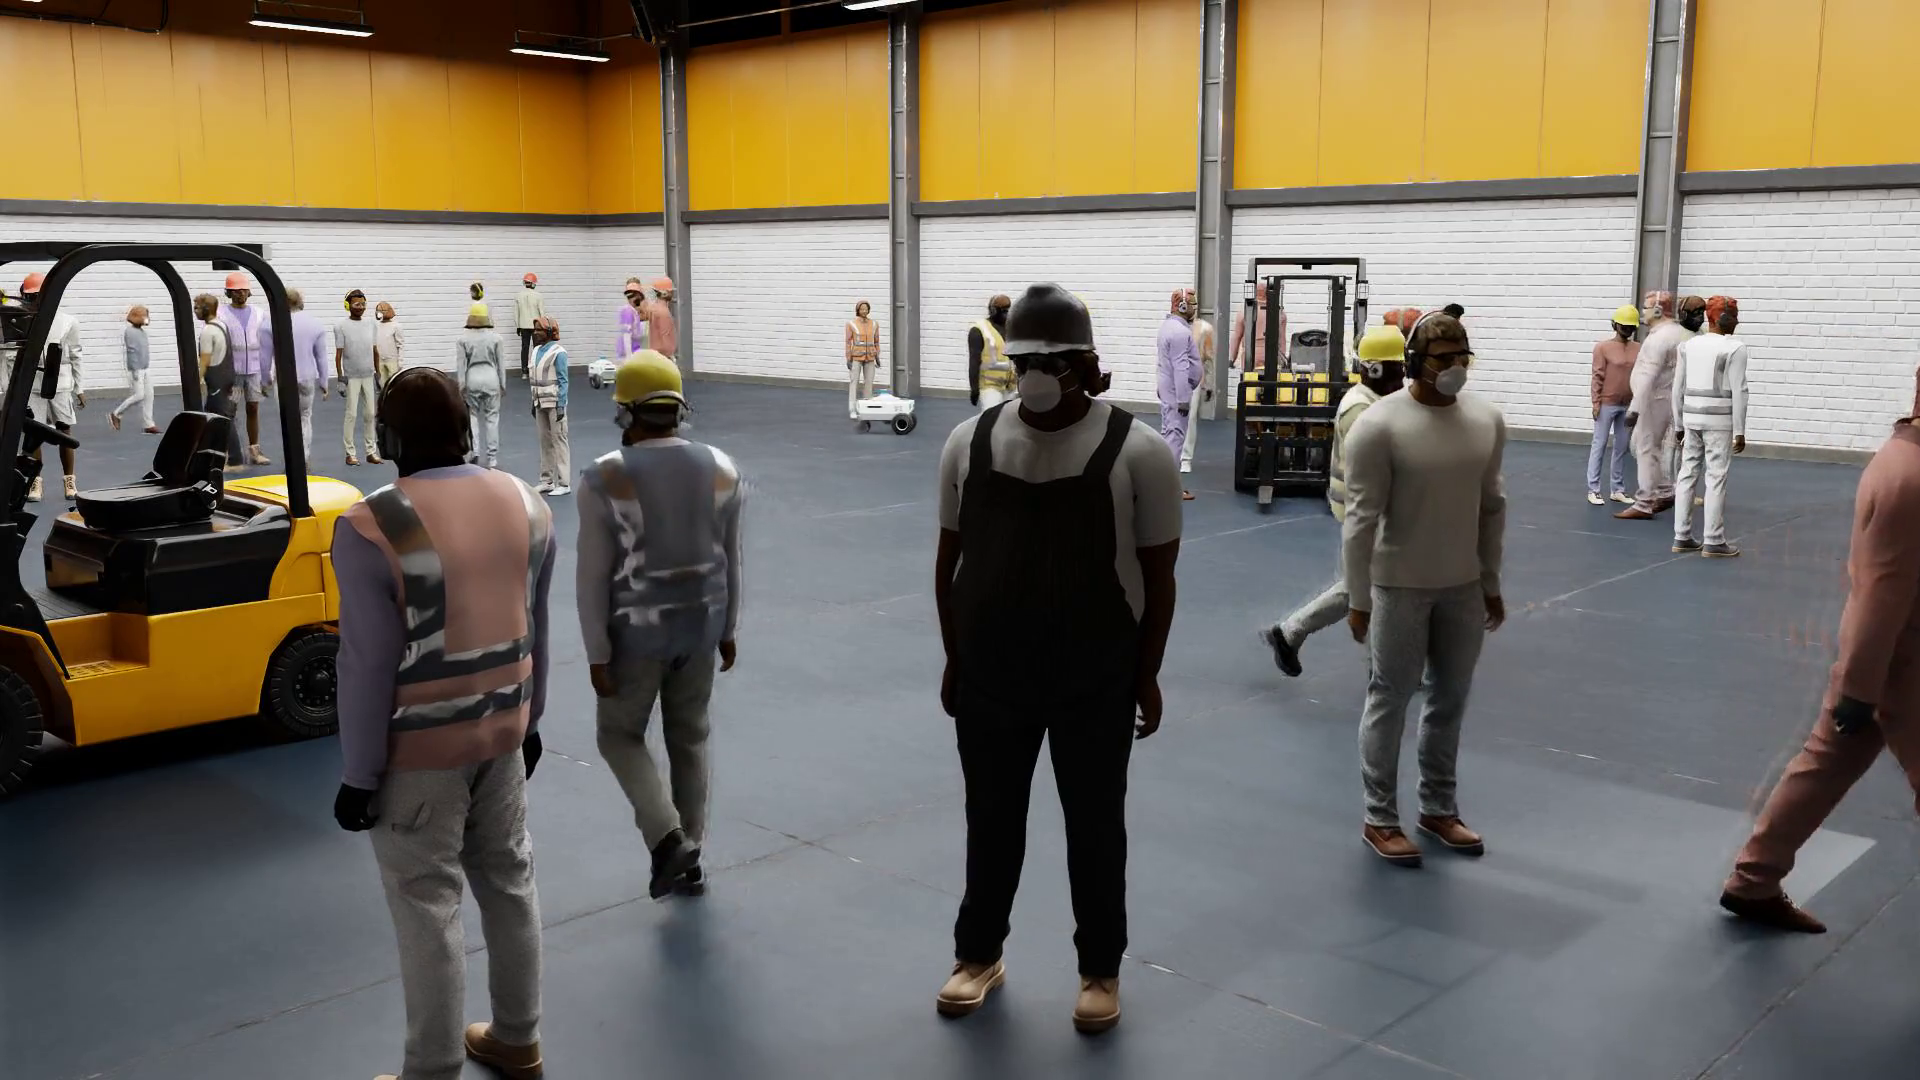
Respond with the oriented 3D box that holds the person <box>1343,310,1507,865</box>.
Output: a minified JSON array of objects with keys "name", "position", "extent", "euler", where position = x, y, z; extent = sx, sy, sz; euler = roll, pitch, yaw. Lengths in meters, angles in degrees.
[{"name":"person","position":[1.620,0.170,5.826],"extent":[0.637,1.934,0.379],"euler":[-4,10,-22]}]

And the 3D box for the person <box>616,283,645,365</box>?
[{"name":"person","position":[-4.352,-2.443,21.971],"extent":[0.375,1.891,0.625],"euler":[0,9,-2]}]

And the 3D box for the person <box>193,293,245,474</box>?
[{"name":"person","position":[-7.640,-1.563,16.762],"extent":[0.783,1.816,0.521],"euler":[-1,9,-6]}]

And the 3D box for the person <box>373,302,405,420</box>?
[{"name":"person","position":[-7.724,-2.393,22.428],"extent":[0.507,1.633,0.276],"euler":[3,10,18]}]

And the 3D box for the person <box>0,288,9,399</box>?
[{"name":"person","position":[-12.371,-2.322,21.375],"extent":[0.541,1.841,0.762],"euler":[1,9,9]}]

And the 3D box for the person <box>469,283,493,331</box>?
[{"name":"person","position":[-8.107,-3.457,28.369],"extent":[0.386,1.835,0.651],"euler":[1,9,6]}]

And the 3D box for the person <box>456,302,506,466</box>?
[{"name":"person","position":[-5.025,-1.632,17.492],"extent":[0.493,1.731,0.416],"euler":[-2,10,-14]}]

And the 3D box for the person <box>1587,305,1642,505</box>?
[{"name":"person","position":[5.791,-1.182,14.630],"extent":[0.524,1.760,0.327],"euler":[-2,10,-15]}]

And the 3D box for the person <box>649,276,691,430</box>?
[{"name":"person","position":[-3.842,-2.392,21.358],"extent":[0.665,1.978,0.639],"euler":[-4,10,-22]}]

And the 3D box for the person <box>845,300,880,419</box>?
[{"name":"person","position":[-1.347,-2.490,23.010],"extent":[0.523,1.638,0.310],"euler":[-5,10,-27]}]

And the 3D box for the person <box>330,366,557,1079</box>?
[{"name":"person","position":[-1.272,0.498,4.075],"extent":[0.429,1.840,0.637],"euler":[5,11,30]}]

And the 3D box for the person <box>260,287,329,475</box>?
[{"name":"person","position":[-6.694,-1.599,16.846],"extent":[0.654,1.906,0.928],"euler":[-7,11,-36]}]

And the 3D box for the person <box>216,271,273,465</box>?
[{"name":"person","position":[-7.520,-1.784,17.441],"extent":[0.387,2.045,0.605],"euler":[9,13,43]}]

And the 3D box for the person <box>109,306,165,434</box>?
[{"name":"person","position":[-10.304,-2.117,20.764],"extent":[0.532,1.615,0.500],"euler":[0,9,2]}]

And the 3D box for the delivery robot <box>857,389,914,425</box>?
[{"name":"delivery robot","position":[-0.937,-1.657,20.930],"extent":[0.707,0.478,0.477],"euler":[1,9,4]}]

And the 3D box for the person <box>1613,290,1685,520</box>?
[{"name":"person","position":[5.697,-1.100,13.699],"extent":[0.437,1.896,0.671],"euler":[5,11,28]}]

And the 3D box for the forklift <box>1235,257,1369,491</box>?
[{"name":"forklift","position":[3.309,-1.629,16.029],"extent":[1.214,2.155,2.313],"euler":[2,9,11]}]

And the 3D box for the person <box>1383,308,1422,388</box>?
[{"name":"person","position":[2.420,-0.321,9.040],"extent":[0.460,1.864,0.591],"euler":[5,10,27]}]

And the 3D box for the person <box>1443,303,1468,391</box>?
[{"name":"person","position":[5.738,-1.969,19.730],"extent":[0.608,1.665,0.442],"euler":[2,10,14]}]

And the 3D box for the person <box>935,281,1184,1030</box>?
[{"name":"person","position":[0.235,0.324,4.526],"extent":[0.682,2.000,0.536],"euler":[3,10,18]}]

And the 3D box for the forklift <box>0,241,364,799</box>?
[{"name":"forklift","position":[-3.706,-0.171,7.093],"extent":[1.214,2.155,2.313],"euler":[9,13,43]}]

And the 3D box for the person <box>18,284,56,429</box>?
[{"name":"person","position":[-11.723,-2.306,21.054],"extent":[0.628,1.906,0.614],"euler":[0,9,0]}]

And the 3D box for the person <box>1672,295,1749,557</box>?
[{"name":"person","position":[5.414,-0.819,12.011],"extent":[0.337,1.883,0.585],"euler":[-5,10,-27]}]

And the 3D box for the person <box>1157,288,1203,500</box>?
[{"name":"person","position":[1.984,-1.311,14.994],"extent":[0.403,1.900,0.641],"euler":[0,9,-1]}]

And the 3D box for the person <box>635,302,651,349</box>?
[{"name":"person","position":[-4.393,-2.495,23.130],"extent":[0.819,1.591,0.520],"euler":[6,11,32]}]

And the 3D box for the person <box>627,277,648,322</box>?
[{"name":"person","position":[-5.199,-3.264,26.849],"extent":[0.378,1.937,0.629],"euler":[-4,10,-22]}]

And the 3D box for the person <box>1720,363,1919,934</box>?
[{"name":"person","position":[2.813,0.356,4.910],"extent":[1.011,1.855,0.646],"euler":[5,10,27]}]

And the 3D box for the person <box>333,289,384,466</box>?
[{"name":"person","position":[-6.343,-1.708,17.561],"extent":[0.327,1.861,0.498],"euler":[8,12,39]}]

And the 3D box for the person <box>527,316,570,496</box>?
[{"name":"person","position":[-3.761,-1.224,15.241],"extent":[0.511,1.641,0.308],"euler":[9,13,43]}]

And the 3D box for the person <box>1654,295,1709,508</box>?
[{"name":"person","position":[6.313,-1.200,14.479],"extent":[0.633,1.841,0.429],"euler":[-4,10,-24]}]

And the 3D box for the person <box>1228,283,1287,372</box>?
[{"name":"person","position":[3.732,-2.267,20.840],"extent":[0.668,1.901,0.438],"euler":[-2,9,-9]}]

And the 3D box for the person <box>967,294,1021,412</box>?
[{"name":"person","position":[0.396,-1.528,16.582],"extent":[0.643,1.837,0.553],"euler":[-8,12,-39]}]

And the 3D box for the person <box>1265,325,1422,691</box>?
[{"name":"person","position":[1.937,-0.149,8.167],"extent":[0.733,1.810,0.591],"euler":[5,10,27]}]

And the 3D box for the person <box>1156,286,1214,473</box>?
[{"name":"person","position":[2.306,-1.647,17.053],"extent":[0.587,1.905,0.628],"euler":[2,9,12]}]

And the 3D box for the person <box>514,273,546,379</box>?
[{"name":"person","position":[-8.080,-4.029,31.356],"extent":[0.623,1.992,0.397],"euler":[2,9,10]}]

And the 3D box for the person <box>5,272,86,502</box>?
[{"name":"person","position":[-8.140,-1.358,14.830],"extent":[0.605,2.045,0.377],"euler":[-5,11,-28]}]

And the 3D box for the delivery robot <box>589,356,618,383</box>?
[{"name":"delivery robot","position":[-6.196,-2.957,28.897],"extent":[0.477,0.478,0.707],"euler":[-5,11,-29]}]

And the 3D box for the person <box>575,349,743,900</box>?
[{"name":"person","position":[-0.953,0.296,5.391],"extent":[0.596,1.818,0.498],"euler":[-6,11,-34]}]
